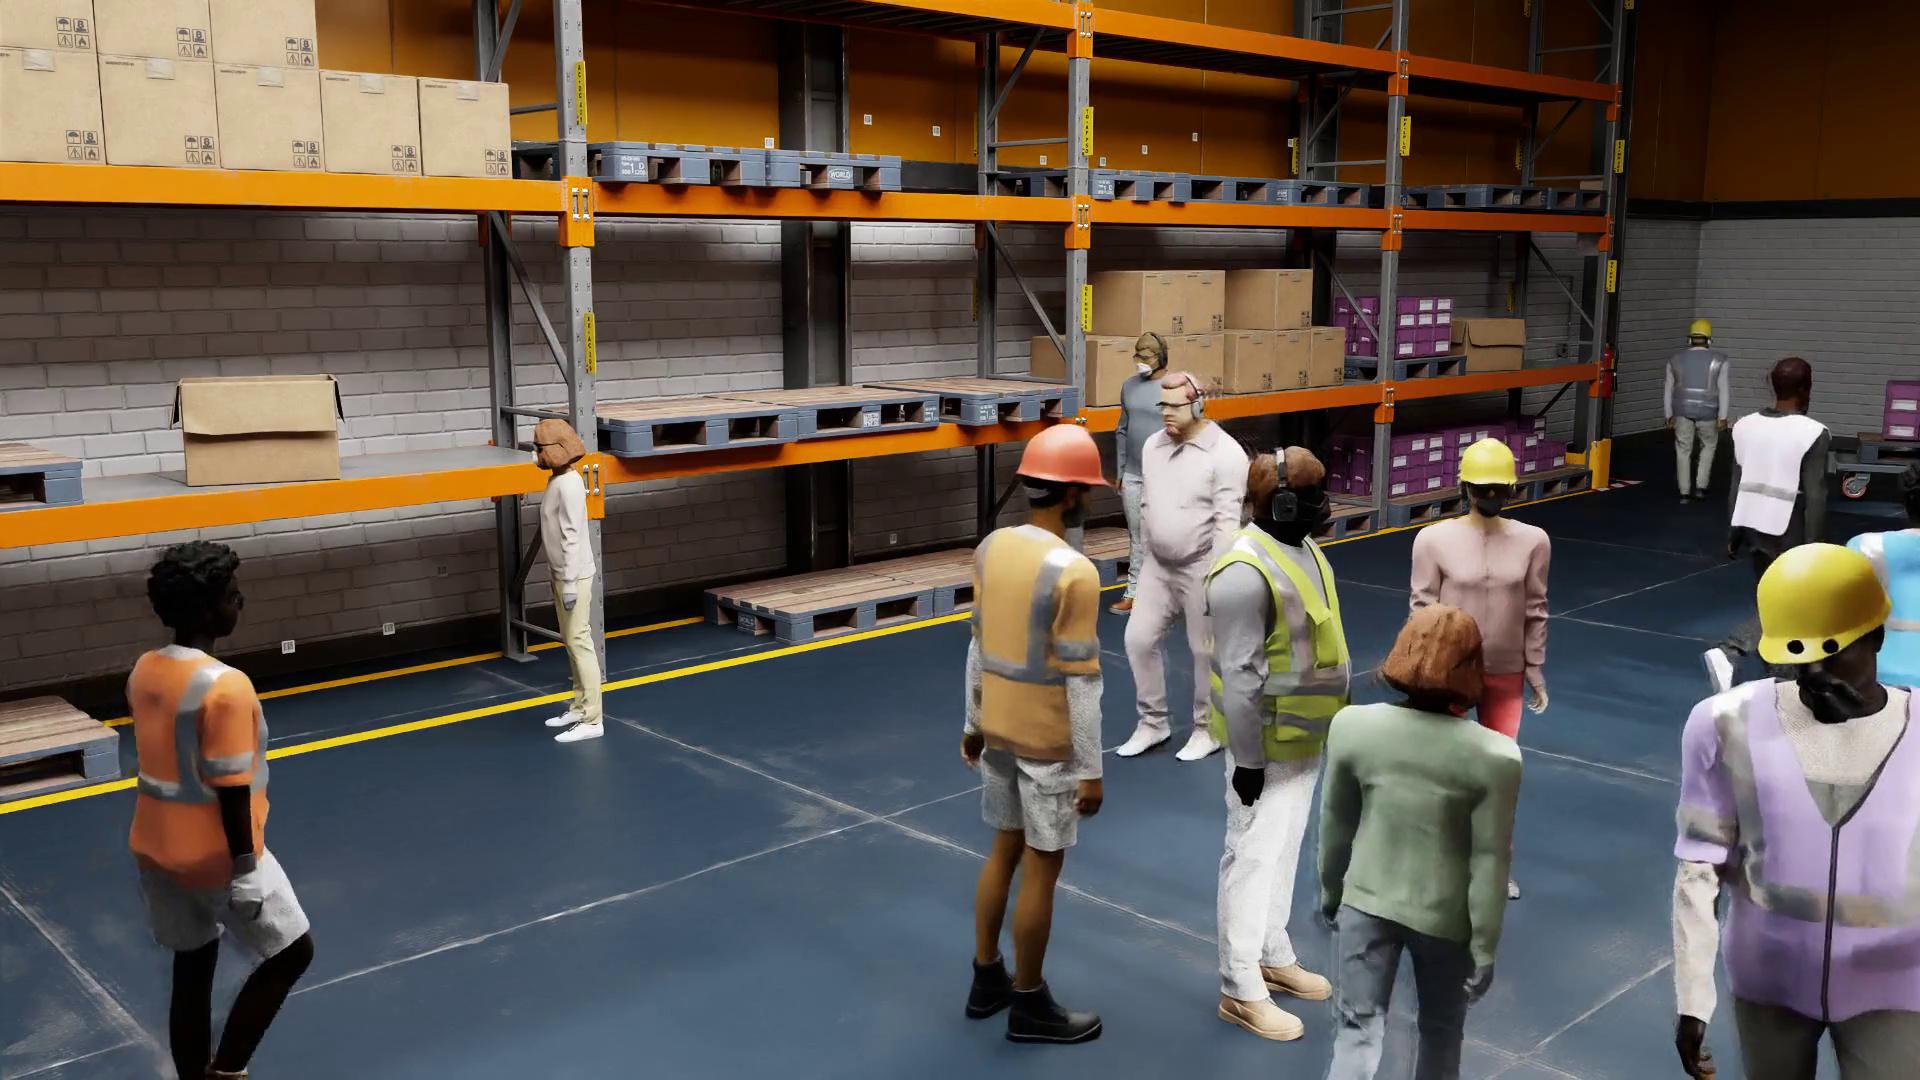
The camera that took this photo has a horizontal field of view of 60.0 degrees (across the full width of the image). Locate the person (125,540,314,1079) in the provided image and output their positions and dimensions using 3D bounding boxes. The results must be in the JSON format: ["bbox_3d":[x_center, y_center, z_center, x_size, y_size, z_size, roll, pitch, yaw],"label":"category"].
[{"bbox_3d":[-2.004,0.833,4.478,0.553,1.681,0.373,7,12,36],"label":"person"}]

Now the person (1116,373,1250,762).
[{"bbox_3d":[1.035,0.152,7.917,0.653,1.882,0.675,-9,13,-44],"label":"person"}]

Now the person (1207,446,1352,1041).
[{"bbox_3d":[1.012,0.622,5.269,0.429,1.846,0.633,5,11,29],"label":"person"}]

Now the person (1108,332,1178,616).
[{"bbox_3d":[1.286,-0.424,11.141,0.372,1.934,0.627,-9,13,-43],"label":"person"}]

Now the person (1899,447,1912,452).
[{"bbox_3d":[11.087,-1.590,18.958,0.506,1.589,0.687,-6,11,-30],"label":"person"}]

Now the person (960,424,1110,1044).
[{"bbox_3d":[0.262,0.598,5.199,0.407,1.924,0.589,-7,12,-36],"label":"person"}]

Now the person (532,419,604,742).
[{"bbox_3d":[-1.992,0.197,8.411,0.285,1.625,0.496,-4,10,-21],"label":"person"}]

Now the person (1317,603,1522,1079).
[{"bbox_3d":[1.104,0.949,4.150,0.517,1.595,0.865,6,11,30],"label":"person"}]

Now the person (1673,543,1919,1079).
[{"bbox_3d":[1.771,0.935,3.395,0.619,1.867,0.882,5,11,27],"label":"person"}]

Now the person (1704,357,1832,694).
[{"bbox_3d":[4.401,-0.049,9.077,0.802,1.895,0.597,-4,10,-22],"label":"person"}]

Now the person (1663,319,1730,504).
[{"bbox_3d":[7.284,-1.273,16.438,0.626,1.812,0.570,6,12,33],"label":"person"}]

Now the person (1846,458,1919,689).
[{"bbox_3d":[3.634,0.517,6.375,0.531,1.673,0.761,2,10,14],"label":"person"}]

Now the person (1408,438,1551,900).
[{"bbox_3d":[1.951,0.491,6.275,0.524,1.768,0.314,0,10,0],"label":"person"}]
